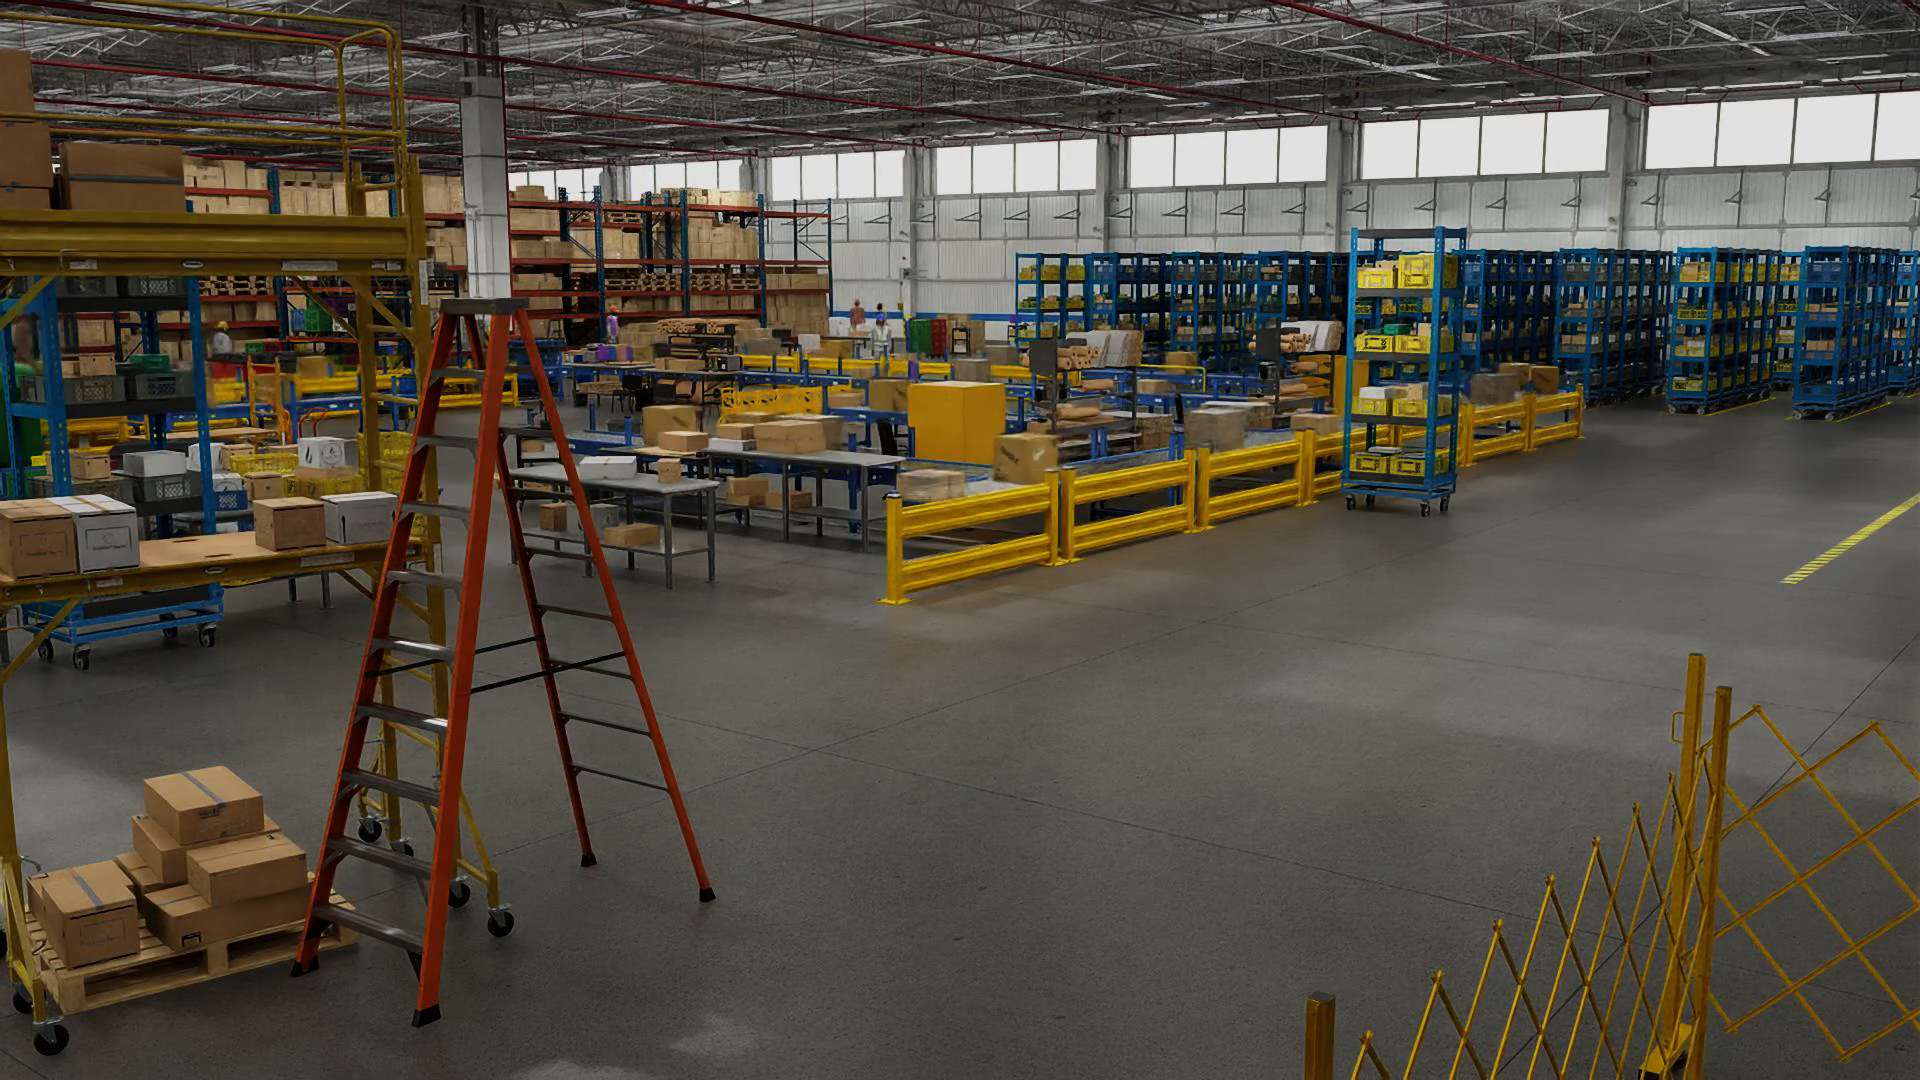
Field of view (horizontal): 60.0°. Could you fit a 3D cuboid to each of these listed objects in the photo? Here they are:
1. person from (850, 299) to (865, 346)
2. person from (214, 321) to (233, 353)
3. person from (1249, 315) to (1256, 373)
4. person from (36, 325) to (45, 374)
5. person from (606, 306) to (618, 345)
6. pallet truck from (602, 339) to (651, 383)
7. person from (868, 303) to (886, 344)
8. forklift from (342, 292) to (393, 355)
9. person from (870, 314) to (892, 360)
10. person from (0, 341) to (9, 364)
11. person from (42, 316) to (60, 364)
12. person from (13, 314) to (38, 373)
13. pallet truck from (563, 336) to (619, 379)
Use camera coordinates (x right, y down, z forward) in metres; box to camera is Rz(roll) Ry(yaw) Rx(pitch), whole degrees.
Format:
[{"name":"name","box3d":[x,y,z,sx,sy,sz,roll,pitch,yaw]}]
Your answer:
[{"name":"person","box3d":[-4.295,-9.117,69.823,0.634,1.950,0.989,-1,9,-3]},{"name":"person","box3d":[-19.180,-4.778,43.200,0.592,1.812,0.650,7,11,36]},{"name":"person","box3d":[8.981,-5.919,50.241,0.404,1.827,0.601,-6,11,-33]},{"name":"person","box3d":[-27.001,-5.621,49.032,0.559,1.612,0.522,-3,10,-18]},{"name":"person","box3d":[-11.958,-7.126,57.448,0.373,1.933,0.550,3,10,20]},{"name":"pallet truck","box3d":[-8.991,-4.871,45.351,0.653,1.274,1.630,7,11,37]},{"name":"person","box3d":[-3.388,-8.943,69.224,0.962,1.788,0.658,2,9,15]},{"name":"forklift","box3d":[-16.485,-5.622,45.120,1.129,2.768,1.873,7,11,37]},{"name":"person","box3d":[-2.154,-5.224,45.549,0.605,1.944,0.403,-3,10,-17]},{"name":"person","box3d":[-20.630,-3.521,35.878,0.402,1.619,0.512,-6,11,-33]},{"name":"person","box3d":[-26.430,-5.620,48.249,0.634,1.875,0.627,4,10,26]},{"name":"person","box3d":[-27.531,-5.681,48.711,0.889,1.847,0.634,-6,11,-32]},{"name":"pallet truck","box3d":[-10.690,-5.294,48.215,1.601,1.201,0.680,-5,10,-26]}]
